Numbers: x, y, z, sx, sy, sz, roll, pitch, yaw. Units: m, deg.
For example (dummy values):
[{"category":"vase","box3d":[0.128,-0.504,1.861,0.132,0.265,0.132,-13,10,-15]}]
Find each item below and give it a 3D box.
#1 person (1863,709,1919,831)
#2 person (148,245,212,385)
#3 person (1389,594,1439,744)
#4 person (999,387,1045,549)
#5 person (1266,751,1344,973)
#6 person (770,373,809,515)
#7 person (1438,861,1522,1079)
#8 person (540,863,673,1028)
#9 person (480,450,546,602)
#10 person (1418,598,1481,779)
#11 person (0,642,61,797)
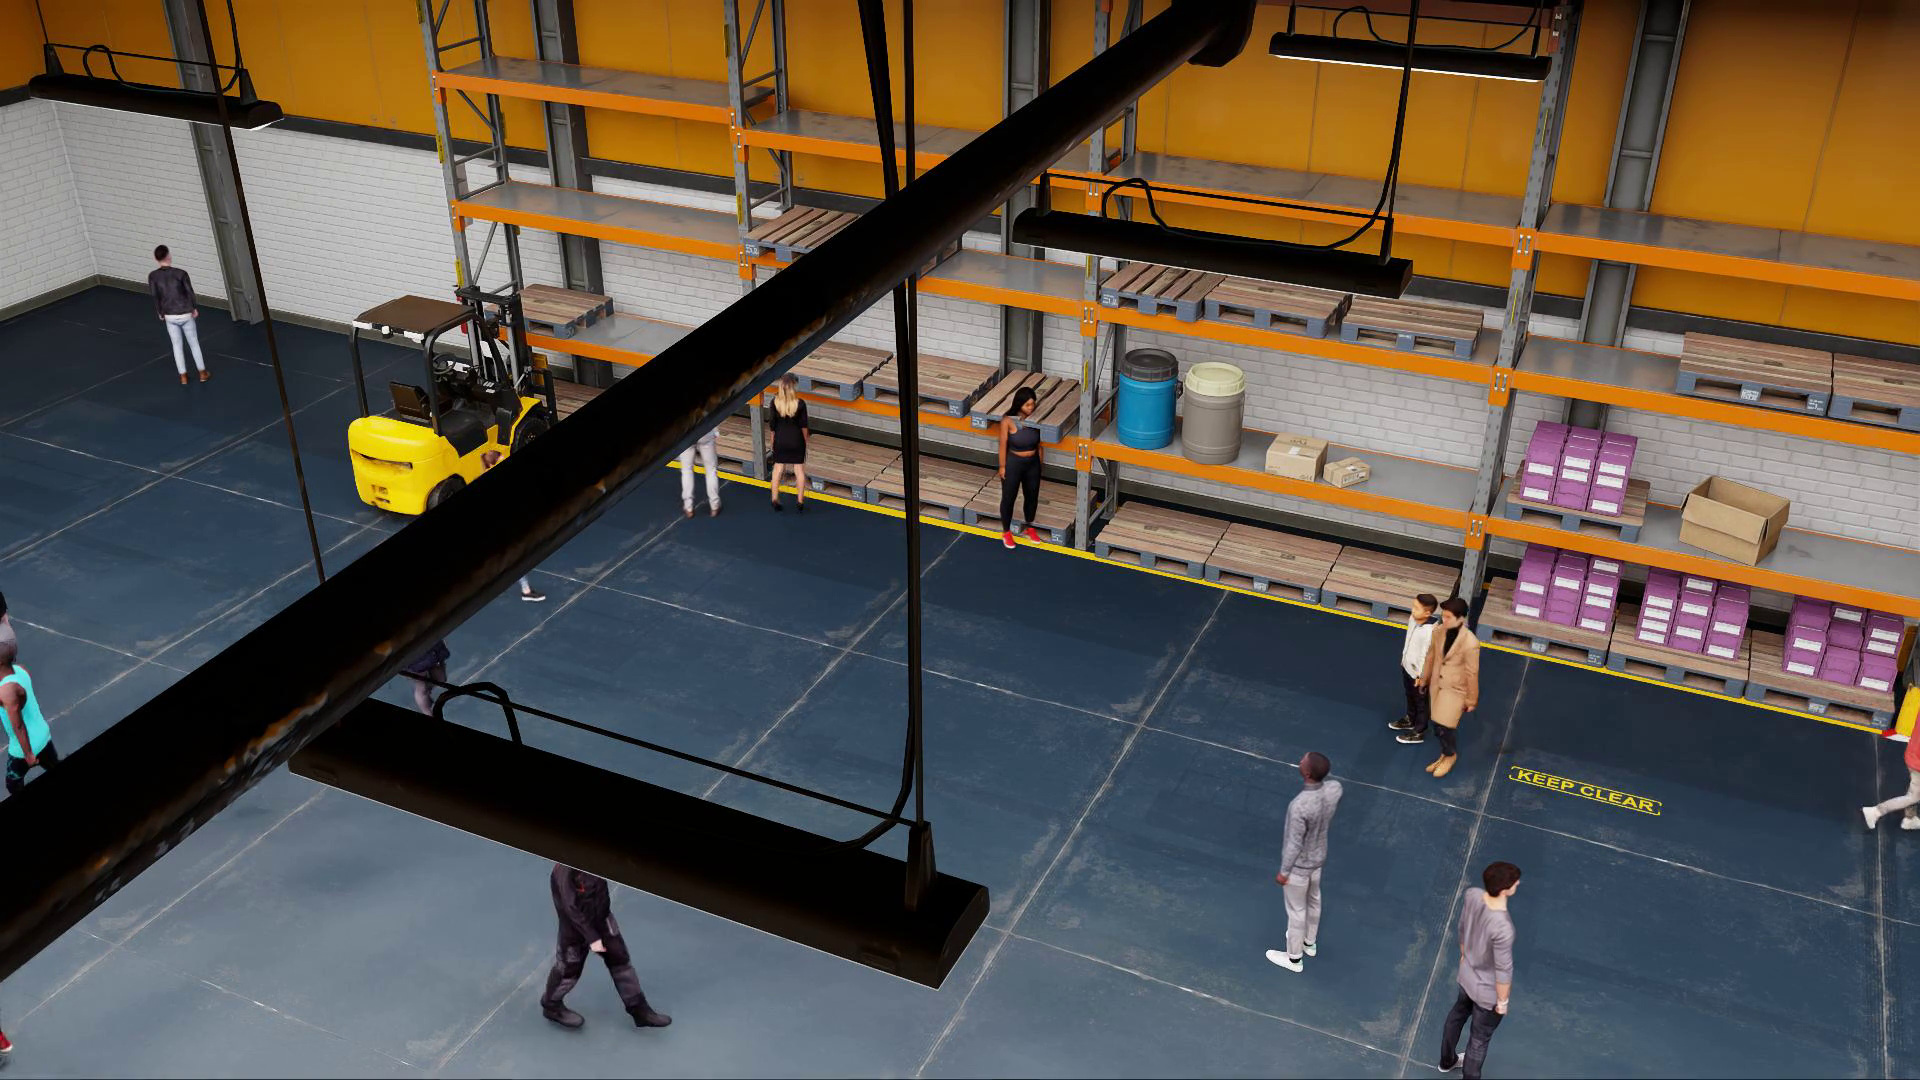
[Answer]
[{"category":"person","box3d":[7.645,1.773,13.343,0.914,1.401,0.710,1,29,3]},{"category":"person","box3d":[-10.095,-2.909,21.473,0.702,1.835,0.788,-7,29,-13]},{"category":"person","box3d":[4.019,1.105,14.514,0.675,1.452,0.645,-5,29,-10]},{"category":"person","box3d":[0.646,-0.801,17.628,0.768,1.815,0.828,-10,30,-17]},{"category":"person","box3d":[2.480,2.291,11.936,0.676,1.838,0.758,25,37,38]},{"category":"person","box3d":[-1.845,-1.029,18.202,0.615,1.666,0.733,-4,29,-7]},{"category":"person","box3d":[3.418,2.858,10.880,0.777,1.854,0.740,-8,30,-13]},{"category":"person","box3d":[-2.621,2.610,11.315,1.176,1.873,0.731,11,30,19]},{"category":"person","box3d":[-4.616,-0.111,16.527,1.069,1.659,0.722,8,30,14]},{"category":"person","box3d":[4.208,1.220,14.029,0.878,1.713,0.804,-15,32,-25]},{"category":"person","box3d":[-7.306,1.600,13.257,1.067,1.786,0.945,-4,29,-8]}]
